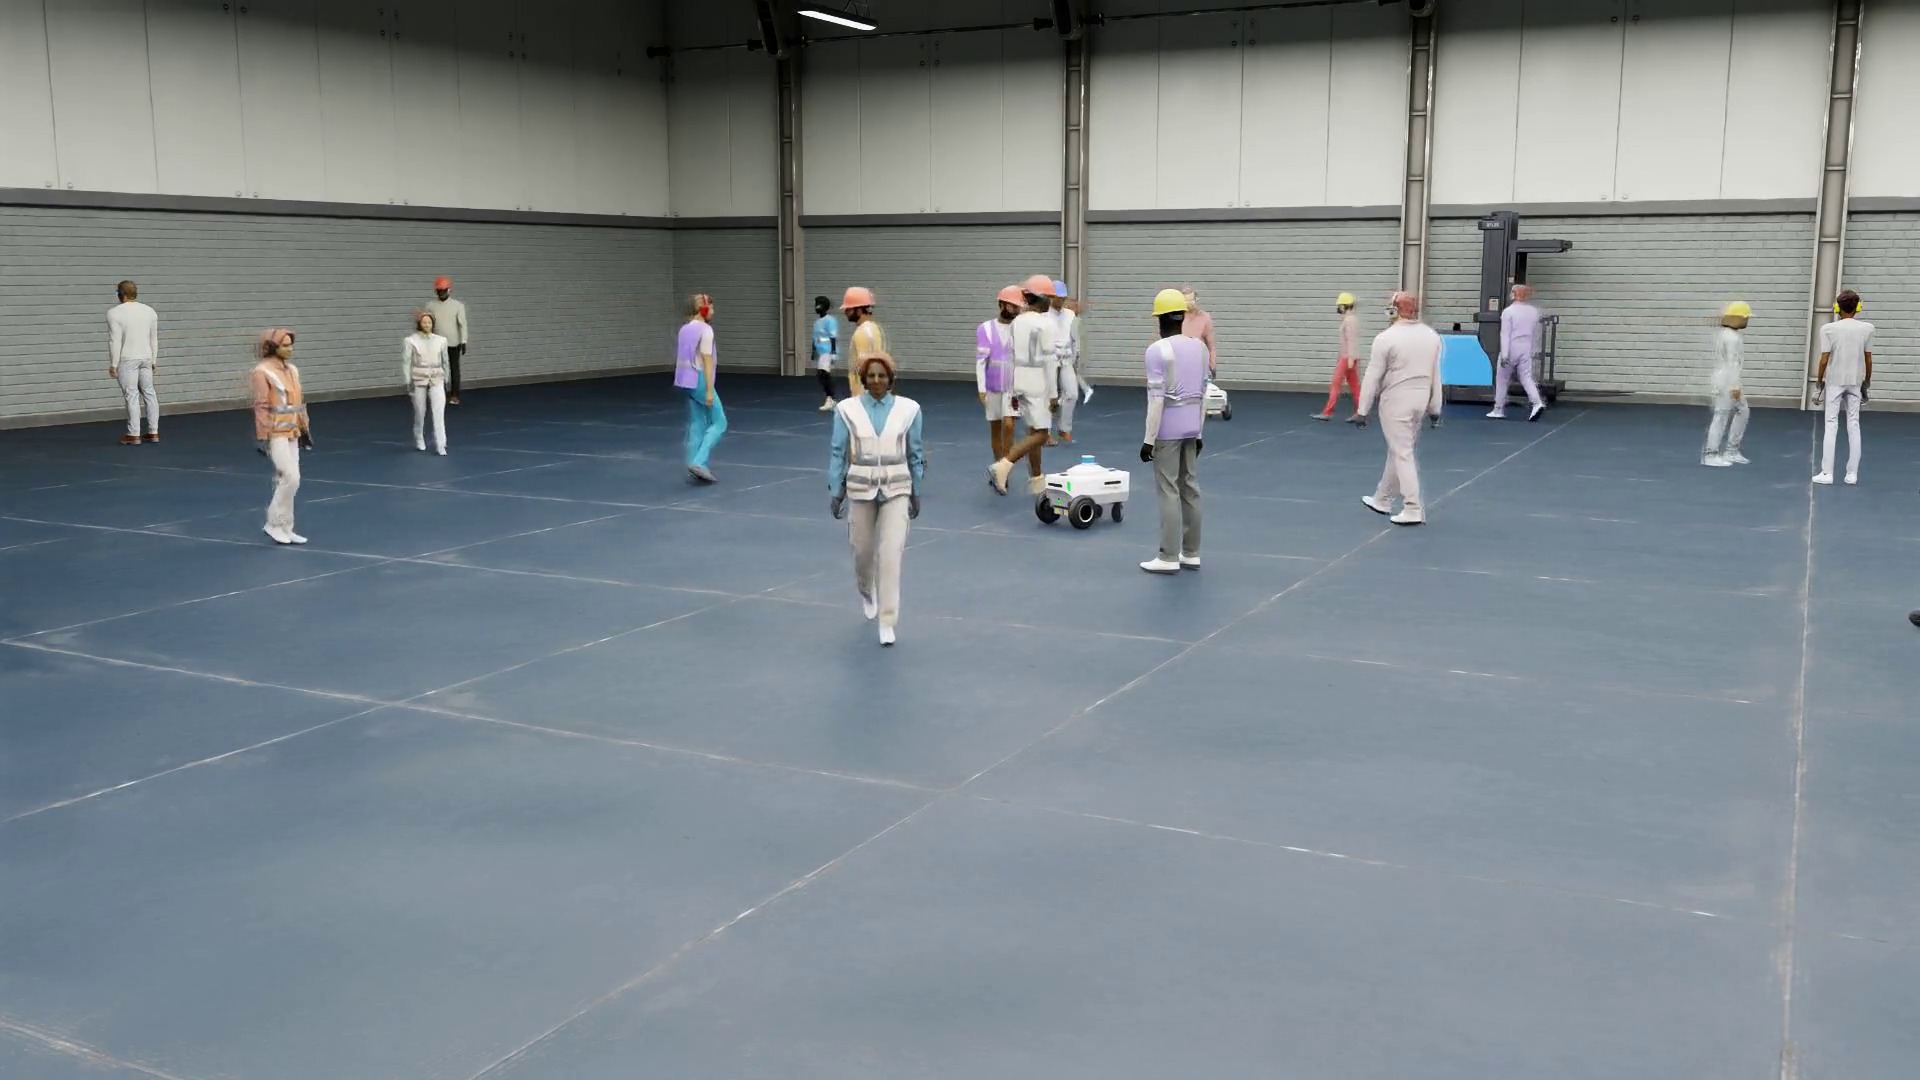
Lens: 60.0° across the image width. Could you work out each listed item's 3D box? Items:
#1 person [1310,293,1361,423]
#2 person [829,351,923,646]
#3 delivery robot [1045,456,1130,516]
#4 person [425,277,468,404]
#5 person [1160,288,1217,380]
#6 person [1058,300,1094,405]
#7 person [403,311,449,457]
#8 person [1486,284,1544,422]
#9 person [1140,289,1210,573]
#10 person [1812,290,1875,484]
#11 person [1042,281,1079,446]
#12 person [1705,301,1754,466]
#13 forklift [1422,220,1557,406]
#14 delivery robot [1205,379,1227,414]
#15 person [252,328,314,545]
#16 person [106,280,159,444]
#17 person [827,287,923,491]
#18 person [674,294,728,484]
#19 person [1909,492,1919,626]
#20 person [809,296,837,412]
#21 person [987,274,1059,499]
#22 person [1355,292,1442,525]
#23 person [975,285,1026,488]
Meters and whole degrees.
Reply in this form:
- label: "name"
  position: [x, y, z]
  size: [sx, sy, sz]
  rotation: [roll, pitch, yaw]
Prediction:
- label: "person"
  position: [5.112, -2.454, 22.461]
  size: [0.813, 1.731, 0.556]
  rotation: [2, 9, 14]
- label: "person"
  position: [-0.471, -0.266, 9.384]
  size: [0.522, 1.609, 0.739]
  rotation: [0, 9, -3]
- label: "delivery robot"
  position: [1.046, -0.446, 13.579]
  size: [0.707, 0.478, 0.477]
  rotation: [-7, 11, -36]
- label: "person"
  position: [-7.802, -3.003, 25.242]
  size: [0.644, 1.937, 1.012]
  rotation: [-1, 9, -6]
- label: "person"
  position: [2.755, -2.122, 20.186]
  size: [0.697, 1.845, 1.056]
  rotation: [-2, 9, -11]
- label: "person"
  position: [1.734, -2.861, 25.397]
  size: [0.731, 1.608, 0.508]
  rotation: [6, 11, 35]
- label: "person"
  position: [-6.023, -1.777, 18.762]
  size: [0.519, 1.607, 0.854]
  rotation: [-5, 10, -28]
- label: "person"
  position: [7.688, -2.577, 22.850]
  size: [0.652, 1.870, 0.924]
  rotation: [-4, 10, -23]
- label: "person"
  position: [1.444, -0.744, 11.360]
  size: [0.593, 1.923, 0.382]
  rotation: [-8, 12, -42]
- label: "person"
  position: [8.507, -1.472, 16.041]
  size: [0.521, 1.865, 0.327]
  rotation: [1, 9, 9]
- label: "person"
  position: [1.148, -2.053, 19.419]
  size: [0.655, 1.923, 0.633]
  rotation: [-5, 11, -29]
- label: "person"
  position: [8.144, -1.633, 17.438]
  size: [0.583, 1.723, 0.515]
  rotation: [4, 10, 22]
- label: "forklift"
  position: [8.245, -3.527, 25.720]
  size: [1.873, 2.768, 1.129]
  rotation: [5, 10, 27]
- label: "delivery robot"
  position: [3.449, -1.993, 23.119]
  size: [0.477, 0.478, 0.707]
  rotation: [-1, 9, -9]
- label: "person"
  position: [-5.045, -0.763, 12.420]
  size: [0.374, 1.626, 0.517]
  rotation: [1, 9, 6]
- label: "person"
  position: [-9.835, -2.117, 19.788]
  size: [0.373, 1.940, 0.629]
  rotation: [5, 10, 27]
- label: "person"
  position: [-0.799, -1.374, 15.315]
  size: [0.827, 1.907, 0.556]
  rotation: [2, 9, 13]
- label: "person"
  position: [-2.498, -1.441, 15.967]
  size: [0.449, 1.818, 0.604]
  rotation: [-7, 12, -37]
- label: "person"
  position: [5.648, -0.391, 9.223]
  size: [0.553, 1.915, 0.746]
  rotation: [-2, 9, -11]
- label: "person"
  position: [-1.989, -2.699, 24.177]
  size: [0.470, 1.684, 0.548]
  rotation: [-5, 10, -28]
- label: "person"
  position: [0.591, -1.357, 14.869]
  size: [0.792, 2.023, 0.613]
  rotation: [-5, 11, -29]
- label: "person"
  position: [3.516, -1.086, 13.622]
  size: [0.683, 1.864, 0.920]
  rotation: [-5, 11, -29]
- label: "person"
  position: [0.406, -1.440, 15.726]
  size: [0.525, 1.903, 0.659]
  rotation: [1, 9, 4]
